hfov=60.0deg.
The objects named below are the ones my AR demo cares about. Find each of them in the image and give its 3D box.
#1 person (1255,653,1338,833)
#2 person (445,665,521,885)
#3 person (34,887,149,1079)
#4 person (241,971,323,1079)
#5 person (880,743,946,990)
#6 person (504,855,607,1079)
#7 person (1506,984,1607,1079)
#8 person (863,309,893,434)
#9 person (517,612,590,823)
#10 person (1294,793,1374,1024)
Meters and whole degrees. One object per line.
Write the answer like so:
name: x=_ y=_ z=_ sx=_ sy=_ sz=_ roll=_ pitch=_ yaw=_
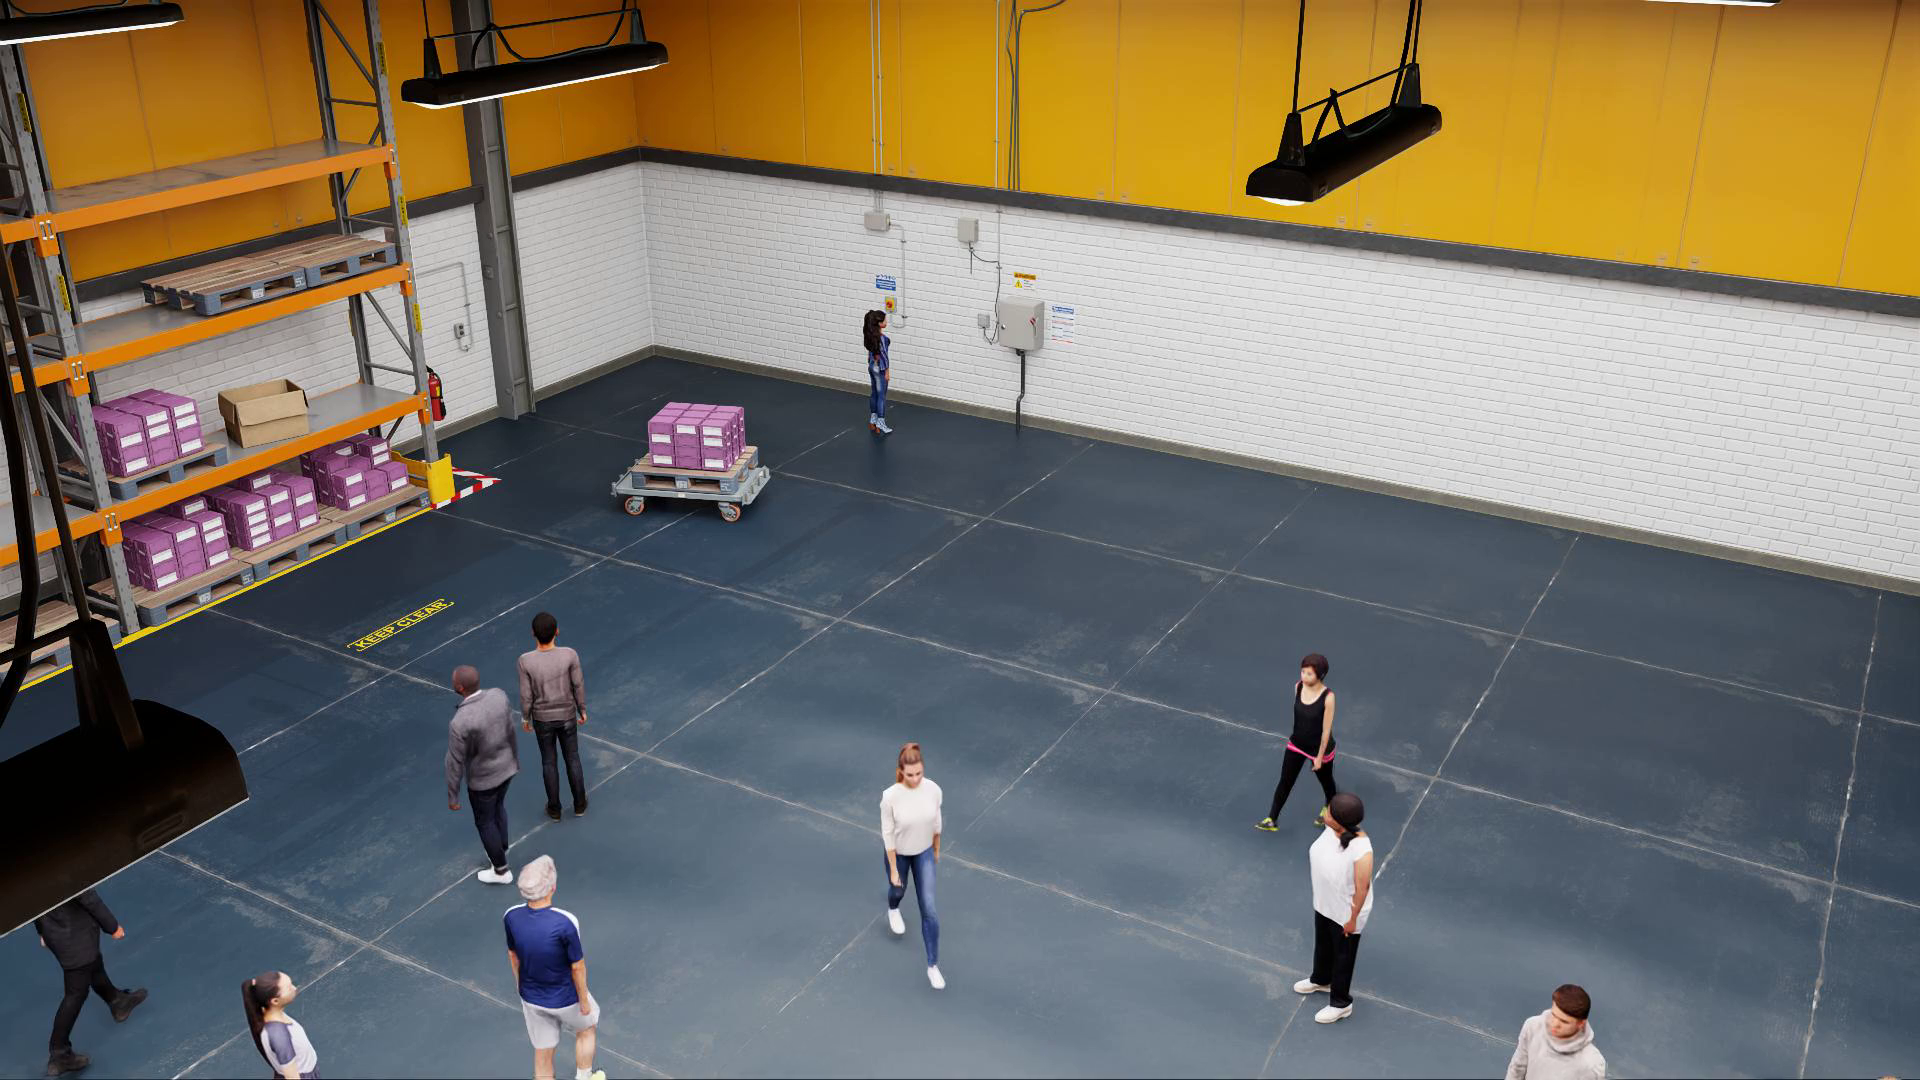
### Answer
person: x=2.787 y=1.567 z=12.892 sx=1.081 sy=1.514 sz=0.771 roll=-20 pitch=31 yaw=-38
person: x=-3.416 y=1.719 z=12.188 sx=0.827 sy=1.799 sz=0.608 roll=11 pitch=26 yaw=24
person: x=-5.615 y=2.524 z=10.411 sx=0.676 sy=1.748 sz=1.123 roll=11 pitch=26 yaw=23
person: x=-3.718 y=3.084 z=9.251 sx=0.652 sy=1.650 sz=0.664 roll=-16 pitch=28 yaw=-33
person: x=-0.376 y=2.134 z=11.392 sx=1.107 sy=1.677 sz=1.189 roll=-7 pitch=24 yaw=-15
person: x=-2.445 y=2.730 z=9.839 sx=0.775 sy=1.828 sz=0.819 roll=4 pitch=24 yaw=9
person: x=3.243 y=3.121 z=8.957 sx=1.329 sy=1.820 sz=1.101 roll=-13 pitch=27 yaw=-27
person: x=-1.038 y=-2.172 z=21.316 sx=0.727 sy=1.617 sz=0.703 roll=-11 pitch=26 yaw=-24
person: x=-3.177 y=1.381 z=13.002 sx=0.687 sy=1.767 sz=0.769 roll=-2 pitch=24 yaw=-4
person: x=2.464 y=2.362 z=10.861 sx=0.823 sy=1.685 sz=0.750 roll=-4 pitch=24 yaw=-9
